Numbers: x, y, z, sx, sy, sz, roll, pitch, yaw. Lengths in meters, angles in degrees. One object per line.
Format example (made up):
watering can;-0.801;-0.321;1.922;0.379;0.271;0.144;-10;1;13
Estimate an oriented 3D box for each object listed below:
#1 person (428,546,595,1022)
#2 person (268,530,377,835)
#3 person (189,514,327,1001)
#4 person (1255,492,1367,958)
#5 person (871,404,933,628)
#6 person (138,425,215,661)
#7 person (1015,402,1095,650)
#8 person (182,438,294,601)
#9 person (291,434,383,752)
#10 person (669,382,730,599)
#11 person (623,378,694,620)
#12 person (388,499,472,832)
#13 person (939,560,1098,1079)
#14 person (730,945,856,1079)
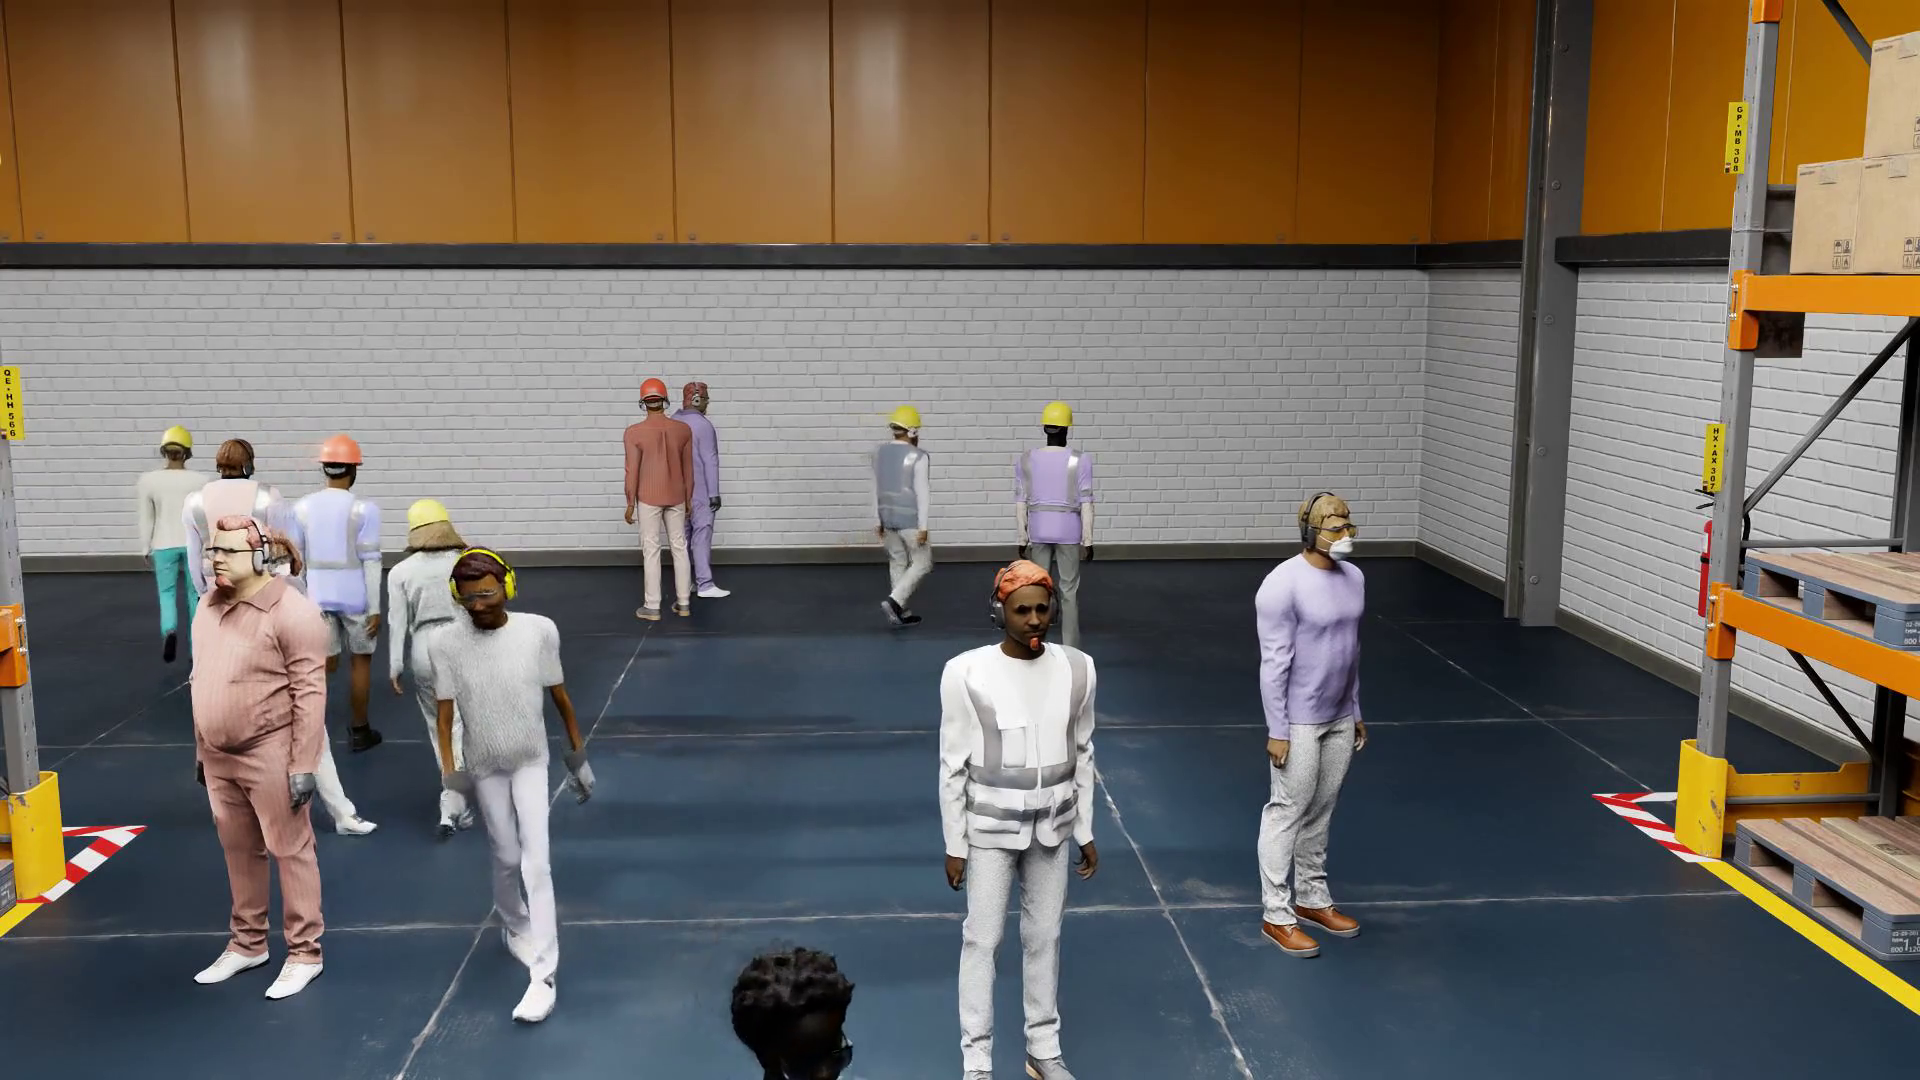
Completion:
person;-1.738;0.903;6.509;0.604;1.813;0.847;-3;9;-16
person;-3.407;0.725;8.343;0.875;1.576;0.508;3;10;19
person;-2.794;0.844;6.563;0.641;1.913;0.407;4;10;24
person;1.498;0.758;7.017;0.627;1.940;0.373;-8;12;-42
person;-0.472;-0.168;13.224;0.597;1.818;0.512;7;12;39
person;-5.653;0.047;12.059;0.535;1.746;0.533;-3;10;-18
person;0.690;-0.034;12.025;0.585;1.928;0.370;3;10;19
person;-4.386;0.298;10.212;0.619;1.845;0.430;-1;9;-6
person;-3.639;0.354;9.656;0.557;1.908;0.730;1;9;7
person;-2.317;-0.439;14.653;0.637;1.904;0.403;8;12;43
person;-2.486;-0.336;13.723;0.613;1.991;0.392;-6;11;-33
person;-2.683;0.639;8.591;0.502;1.686;0.871;-2;9;-10
person;0.207;1.003;5.661;0.574;1.882;0.356;-4;10;-22
person;-0.354;1.515;3.081;0.530;1.674;0.740;-5;10;-29
